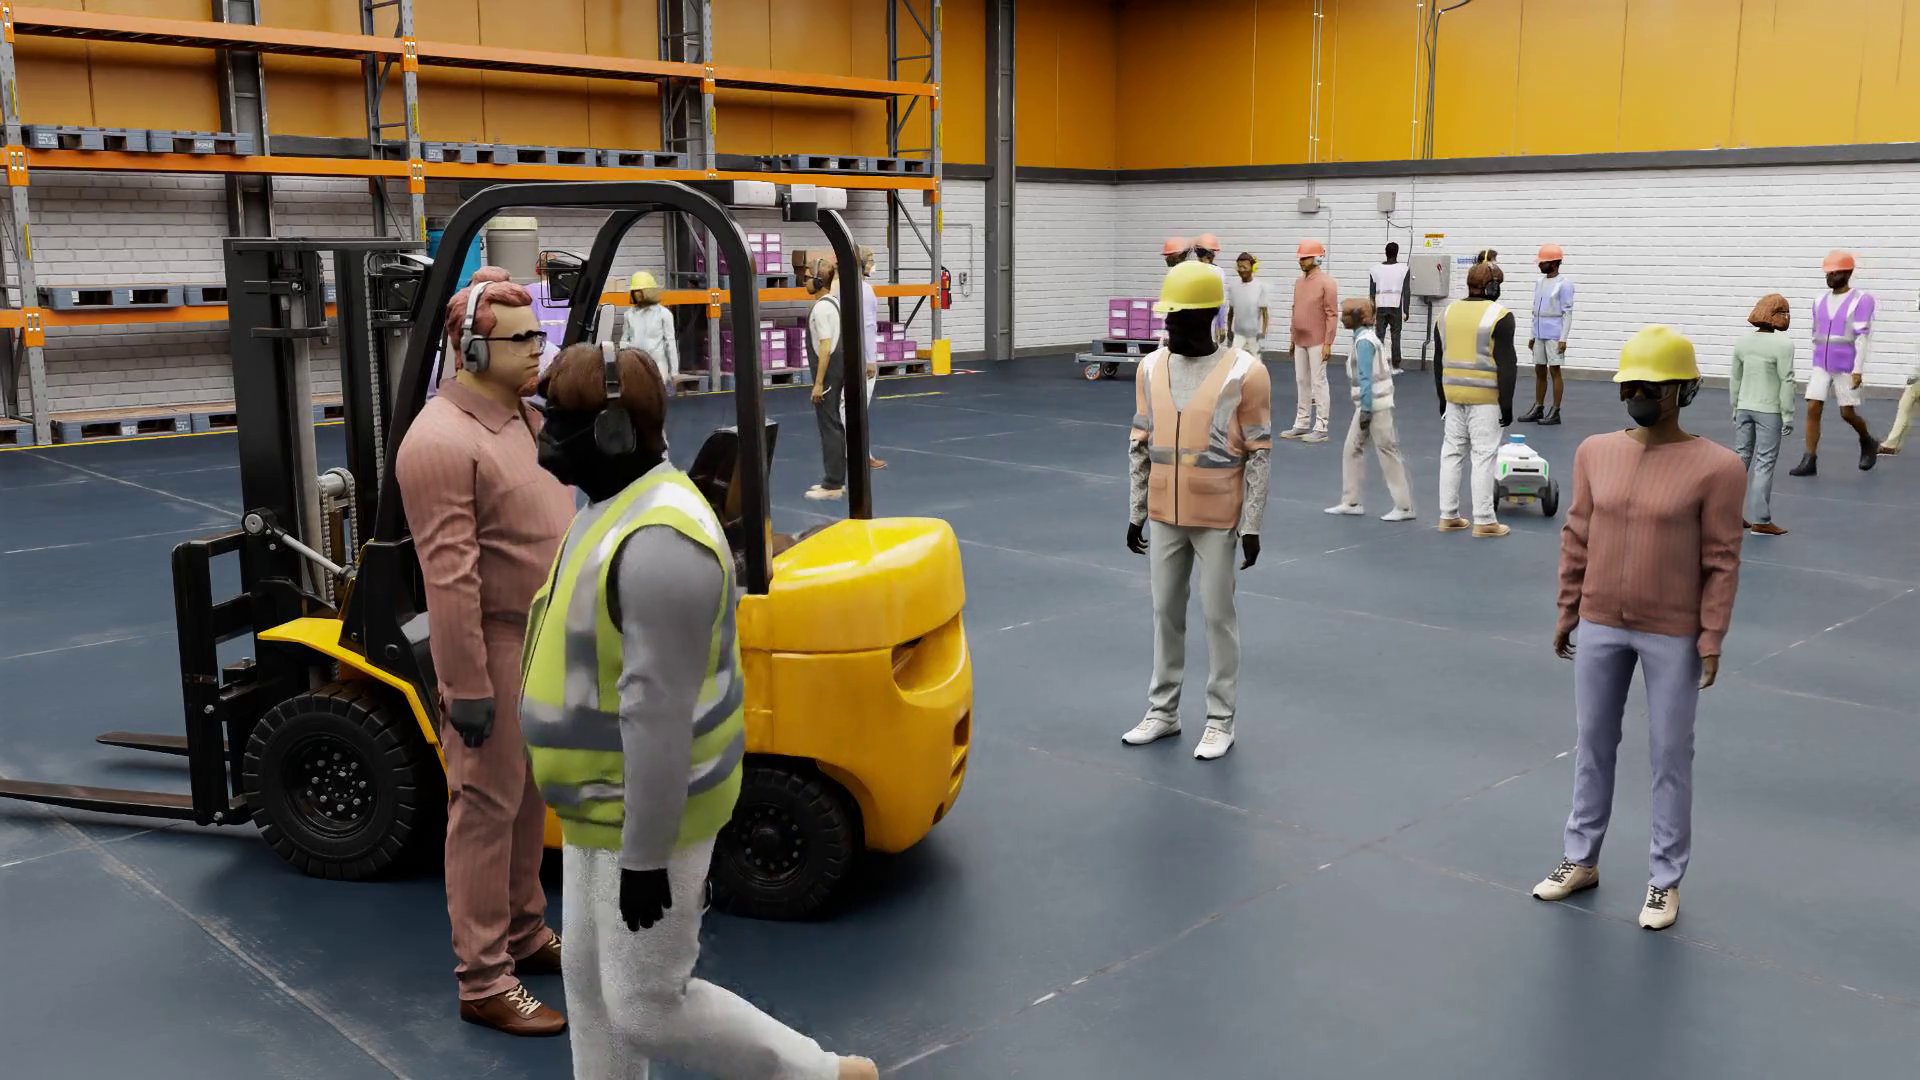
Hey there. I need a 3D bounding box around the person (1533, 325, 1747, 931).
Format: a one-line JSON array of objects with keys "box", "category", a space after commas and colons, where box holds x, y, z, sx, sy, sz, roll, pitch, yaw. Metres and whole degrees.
[{"box": [2.000, 0.256, 4.900, 0.522, 1.768, 0.312, 10, 15, 44], "category": "person"}]

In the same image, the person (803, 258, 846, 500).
[{"box": [-1.035, -1.223, 12.747, 0.345, 1.845, 0.505, 1, 10, 8], "category": "person"}]

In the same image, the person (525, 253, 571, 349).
[{"box": [-4.006, -1.881, 16.342, 0.563, 1.843, 0.388, -4, 11, -18], "category": "person"}]

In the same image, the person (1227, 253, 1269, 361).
[{"box": [3.118, -2.210, 18.180, 0.510, 1.830, 0.777, 5, 12, 26], "category": "person"}]

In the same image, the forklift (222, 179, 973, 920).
[{"box": [-1.114, -0.058, 5.440, 2.313, 2.155, 1.214, 2, 11, 13], "category": "forklift"}]

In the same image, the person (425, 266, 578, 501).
[{"box": [-1.890, -0.164, 6.835, 0.642, 1.899, 0.404, -1, 10, -6], "category": "person"}]

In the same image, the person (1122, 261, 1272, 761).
[{"box": [0.901, -0.110, 6.457, 0.594, 1.923, 0.371, 8, 13, 37], "category": "person"}]

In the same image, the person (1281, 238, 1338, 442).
[{"box": [3.441, -1.961, 16.369, 0.400, 1.989, 0.623, -5, 12, -25], "category": "person"}]

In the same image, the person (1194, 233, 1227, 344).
[{"box": [2.800, -2.484, 19.082, 0.614, 2.040, 0.391, 9, 14, 41], "category": "person"}]

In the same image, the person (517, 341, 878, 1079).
[{"box": [-0.568, 0.515, 3.322, 0.668, 1.828, 0.631, -4, 11, -22], "category": "person"}]

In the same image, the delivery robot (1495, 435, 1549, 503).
[{"box": [4.092, -0.531, 12.240, 0.477, 0.478, 0.707, 1, 10, 7], "category": "delivery robot"}]

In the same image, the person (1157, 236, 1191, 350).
[{"box": [2.419, -2.313, 18.236, 0.851, 2.017, 0.623, 5, 12, 27], "category": "person"}]

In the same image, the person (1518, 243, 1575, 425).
[{"box": [6.295, -2.196, 17.817, 0.376, 1.932, 0.543, -4, 11, -20], "category": "person"}]

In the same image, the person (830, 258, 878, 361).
[{"box": [-1.106, -1.938, 16.442, 0.563, 1.917, 0.449, 1, 10, 6], "category": "person"}]

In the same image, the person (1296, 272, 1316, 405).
[{"box": [4.203, -2.436, 19.940, 0.276, 1.633, 0.507, 3, 11, 17], "category": "person"}]

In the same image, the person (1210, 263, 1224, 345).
[{"box": [3.002, -2.515, 20.218, 0.532, 1.689, 0.321, -8, 13, -39], "category": "person"}]

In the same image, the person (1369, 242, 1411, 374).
[{"box": [6.286, -3.389, 24.361, 0.592, 1.919, 0.392, 5, 11, 24], "category": "person"}]

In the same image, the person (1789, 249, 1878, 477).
[{"box": [7.428, -1.482, 14.002, 0.822, 1.912, 0.553, -6, 12, -29], "category": "person"}]

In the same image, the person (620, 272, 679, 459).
[{"box": [-2.765, -1.471, 14.492, 0.510, 1.700, 0.863, 4, 11, 23], "category": "person"}]

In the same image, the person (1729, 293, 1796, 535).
[{"box": [5.448, -0.852, 11.301, 0.274, 1.632, 0.507, -4, 11, -20], "category": "person"}]

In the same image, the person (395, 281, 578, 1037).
[{"box": [-1.155, 0.297, 4.295, 0.408, 1.908, 0.642, 1, 10, 5], "category": "person"}]

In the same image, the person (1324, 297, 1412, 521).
[{"box": [2.971, -0.933, 11.880, 0.603, 1.589, 0.519, 1, 10, 8], "category": "person"}]

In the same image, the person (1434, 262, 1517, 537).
[{"box": [3.493, -0.945, 11.238, 0.430, 1.843, 0.626, -7, 12, -32], "category": "person"}]

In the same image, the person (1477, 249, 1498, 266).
[{"box": [6.398, -2.634, 20.421, 0.458, 1.854, 0.561, 2, 11, 13], "category": "person"}]

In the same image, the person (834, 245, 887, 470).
[{"box": [-0.887, -1.577, 14.419, 0.375, 1.940, 0.627, -5, 11, -25], "category": "person"}]

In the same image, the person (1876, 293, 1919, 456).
[{"box": [8.787, -1.522, 15.069, 0.844, 1.592, 0.514, 4, 11, 22], "category": "person"}]
